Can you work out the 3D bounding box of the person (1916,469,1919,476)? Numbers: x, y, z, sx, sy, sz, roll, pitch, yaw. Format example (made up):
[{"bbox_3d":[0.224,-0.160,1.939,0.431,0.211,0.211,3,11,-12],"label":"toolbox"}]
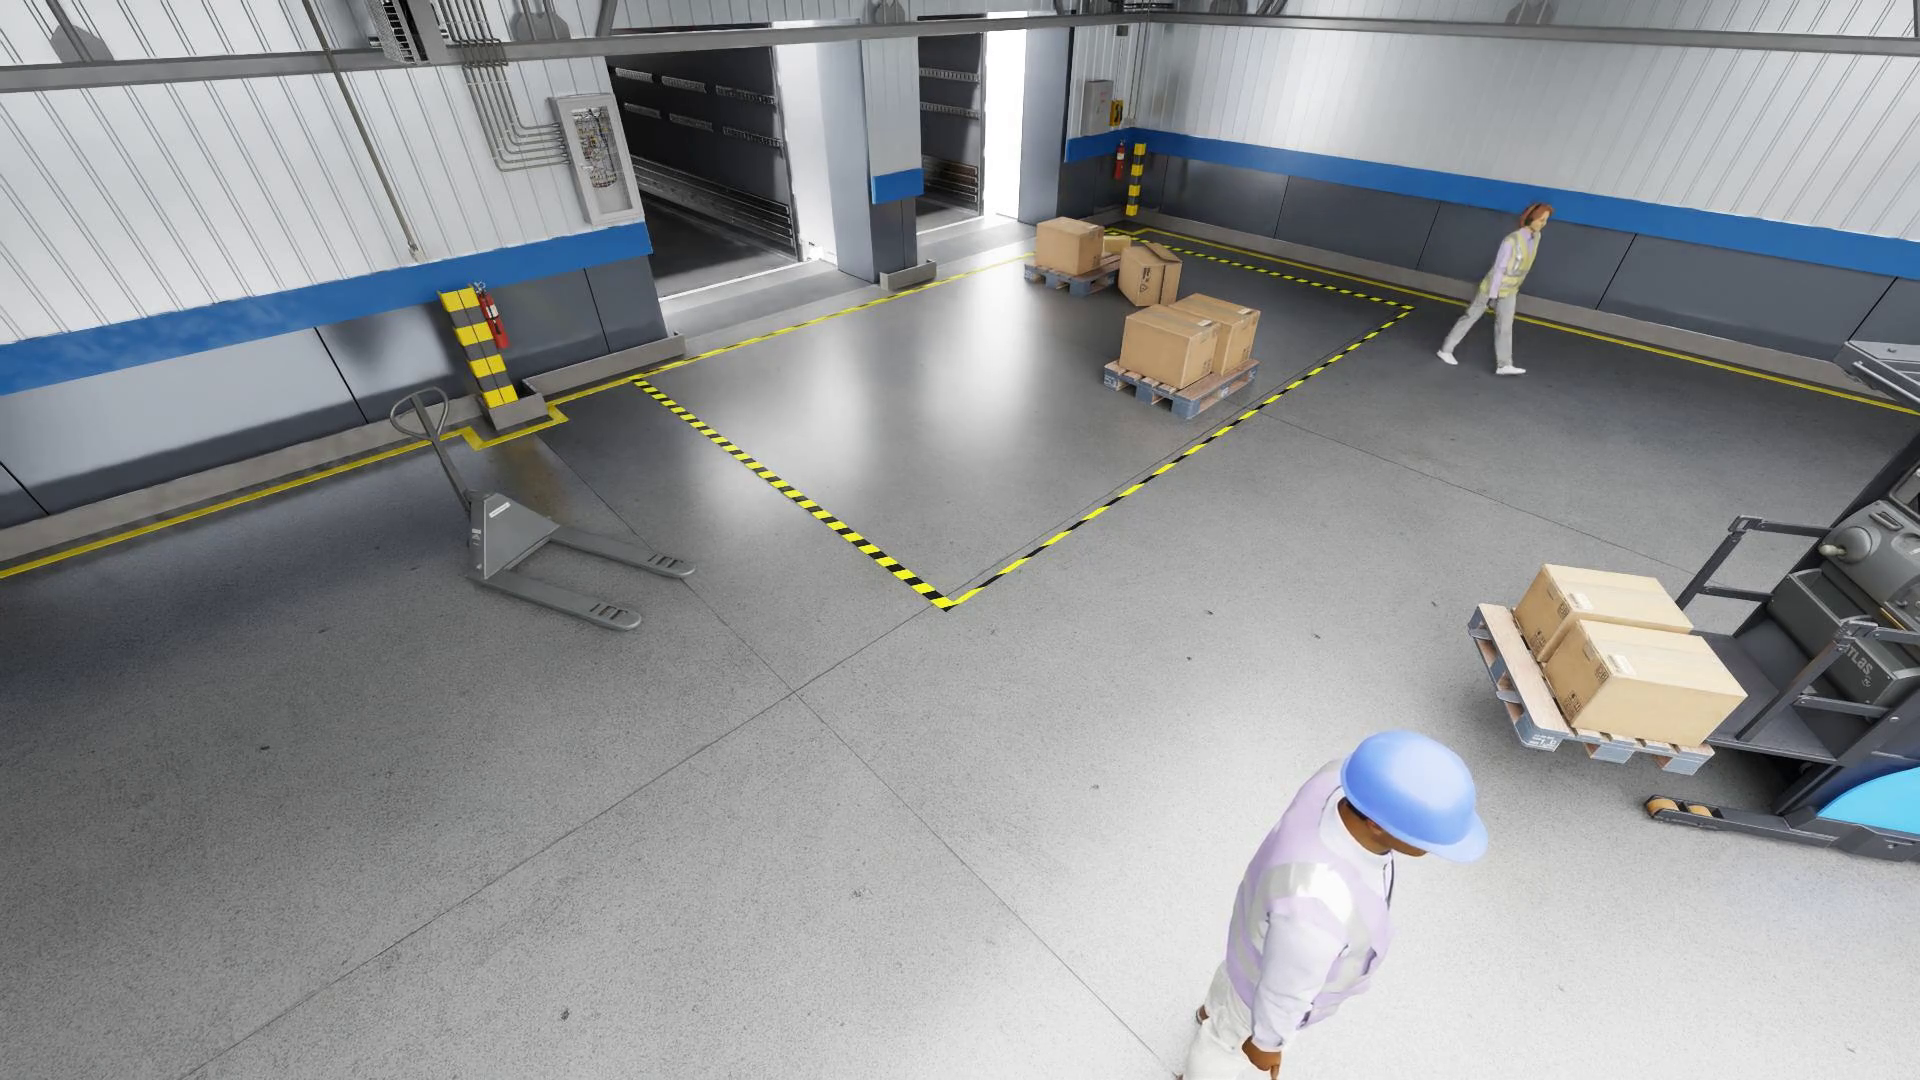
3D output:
[{"bbox_3d":[7.921,-1.156,5.356,0.486,1.744,0.294,2,38,3],"label":"person"}]

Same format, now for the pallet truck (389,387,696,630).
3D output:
[{"bbox_3d":[-2.613,-0.247,4.593,1.601,1.201,0.680,14,40,17],"label":"pallet truck"}]

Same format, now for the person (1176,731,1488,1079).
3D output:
[{"bbox_3d":[0.966,1.203,2.137,0.388,1.946,0.613,22,43,26],"label":"person"}]

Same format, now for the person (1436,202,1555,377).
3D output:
[{"bbox_3d":[5.239,-2.349,7.005,0.545,1.596,0.823,-16,40,-20],"label":"person"}]

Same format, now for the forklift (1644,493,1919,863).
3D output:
[{"bbox_3d":[4.217,0.450,3.037,0.776,2.013,0.716,8,38,11],"label":"forklift"}]
